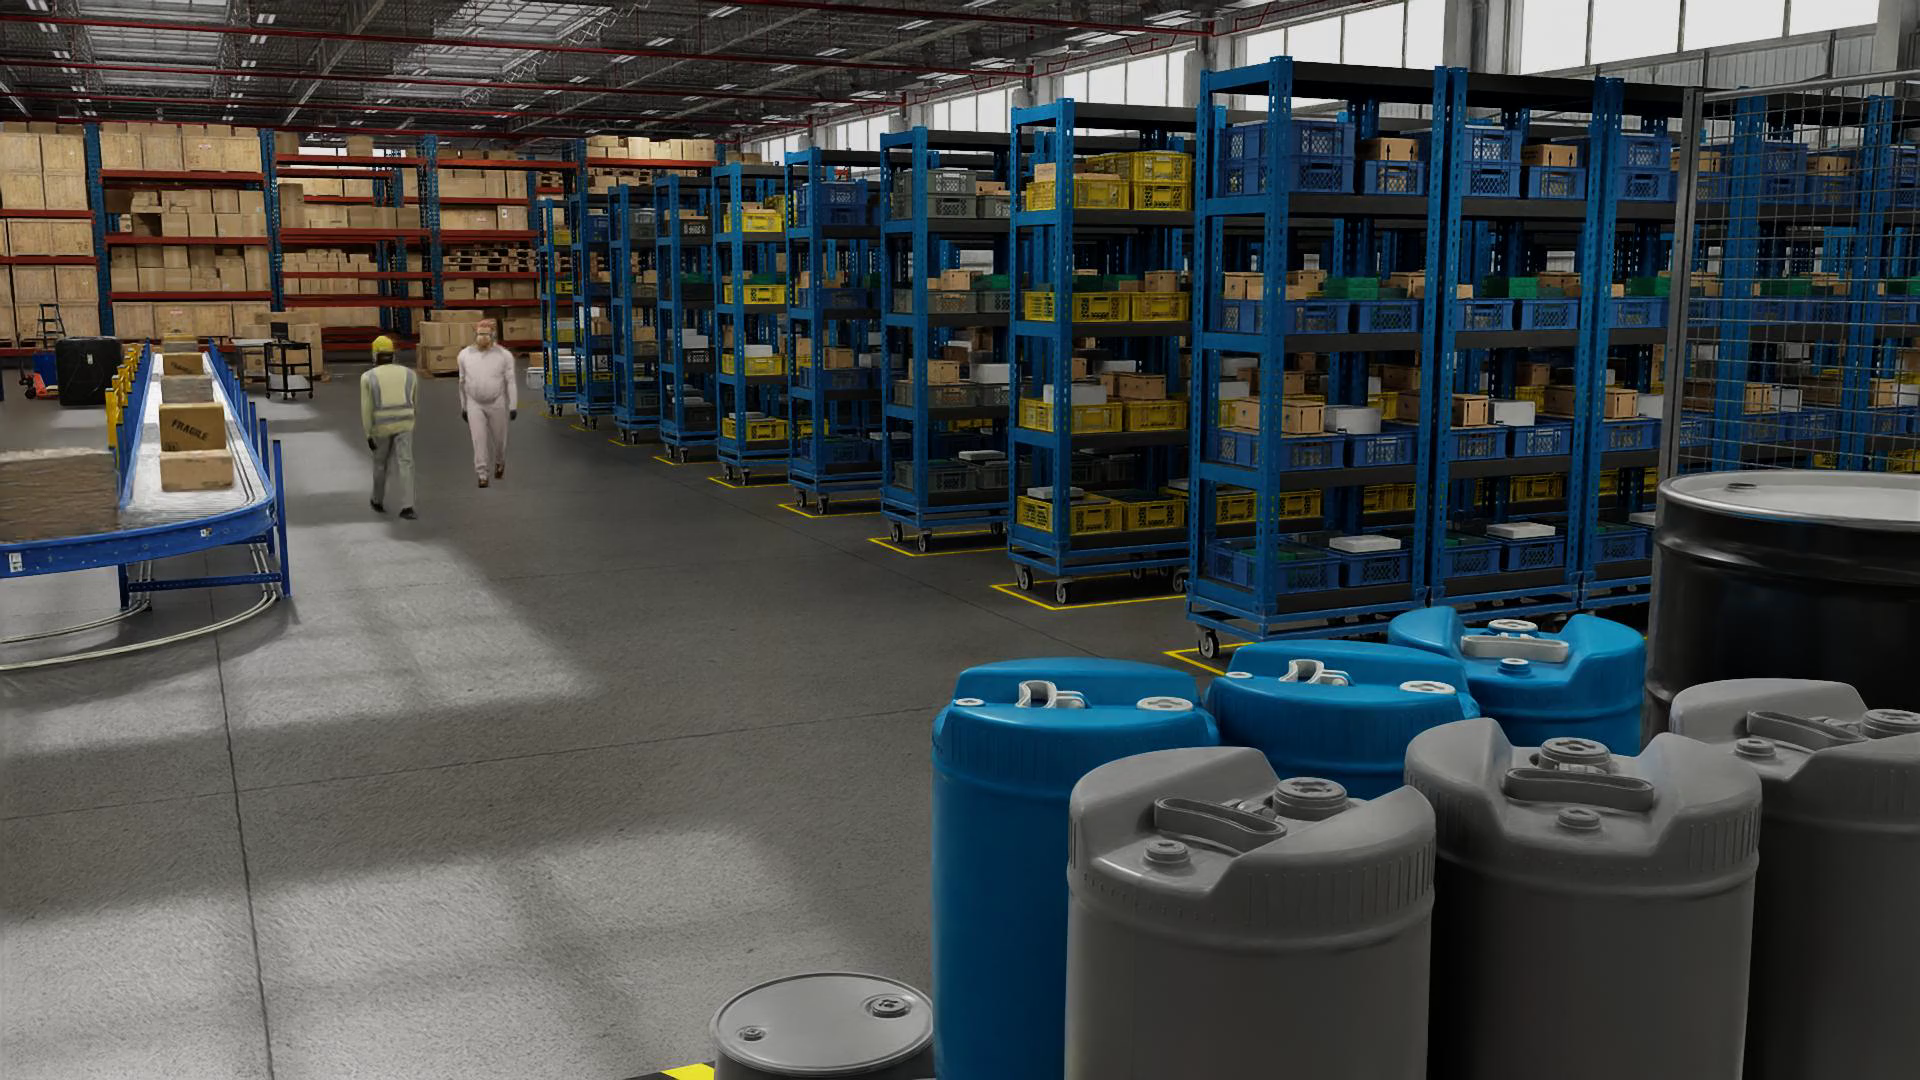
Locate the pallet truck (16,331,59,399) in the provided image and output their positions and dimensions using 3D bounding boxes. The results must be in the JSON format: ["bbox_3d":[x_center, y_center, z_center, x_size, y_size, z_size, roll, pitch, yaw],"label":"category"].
[{"bbox_3d":[-17.082,-3.353,31.781,1.630,1.274,0.653,-4,10,-25],"label":"pallet truck"}]

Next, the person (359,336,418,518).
[{"bbox_3d":[-5.623,-1.113,16.406,0.583,1.782,0.950,-6,11,-33],"label":"person"}]

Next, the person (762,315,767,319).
[{"bbox_3d":[-4.126,-4.232,35.078,0.382,1.993,0.622,3,10,19],"label":"person"}]

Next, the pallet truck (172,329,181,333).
[{"bbox_3d":[-17.275,-3.851,35.096,1.601,1.201,0.680,0,9,1],"label":"pallet truck"}]

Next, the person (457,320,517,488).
[{"bbox_3d":[-5.351,-1.557,18.882,0.644,1.876,0.860,-2,9,-11],"label":"person"}]

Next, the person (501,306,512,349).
[{"bbox_3d":[-14.034,-6.728,51.338,0.283,1.746,0.493,1,9,6],"label":"person"}]
